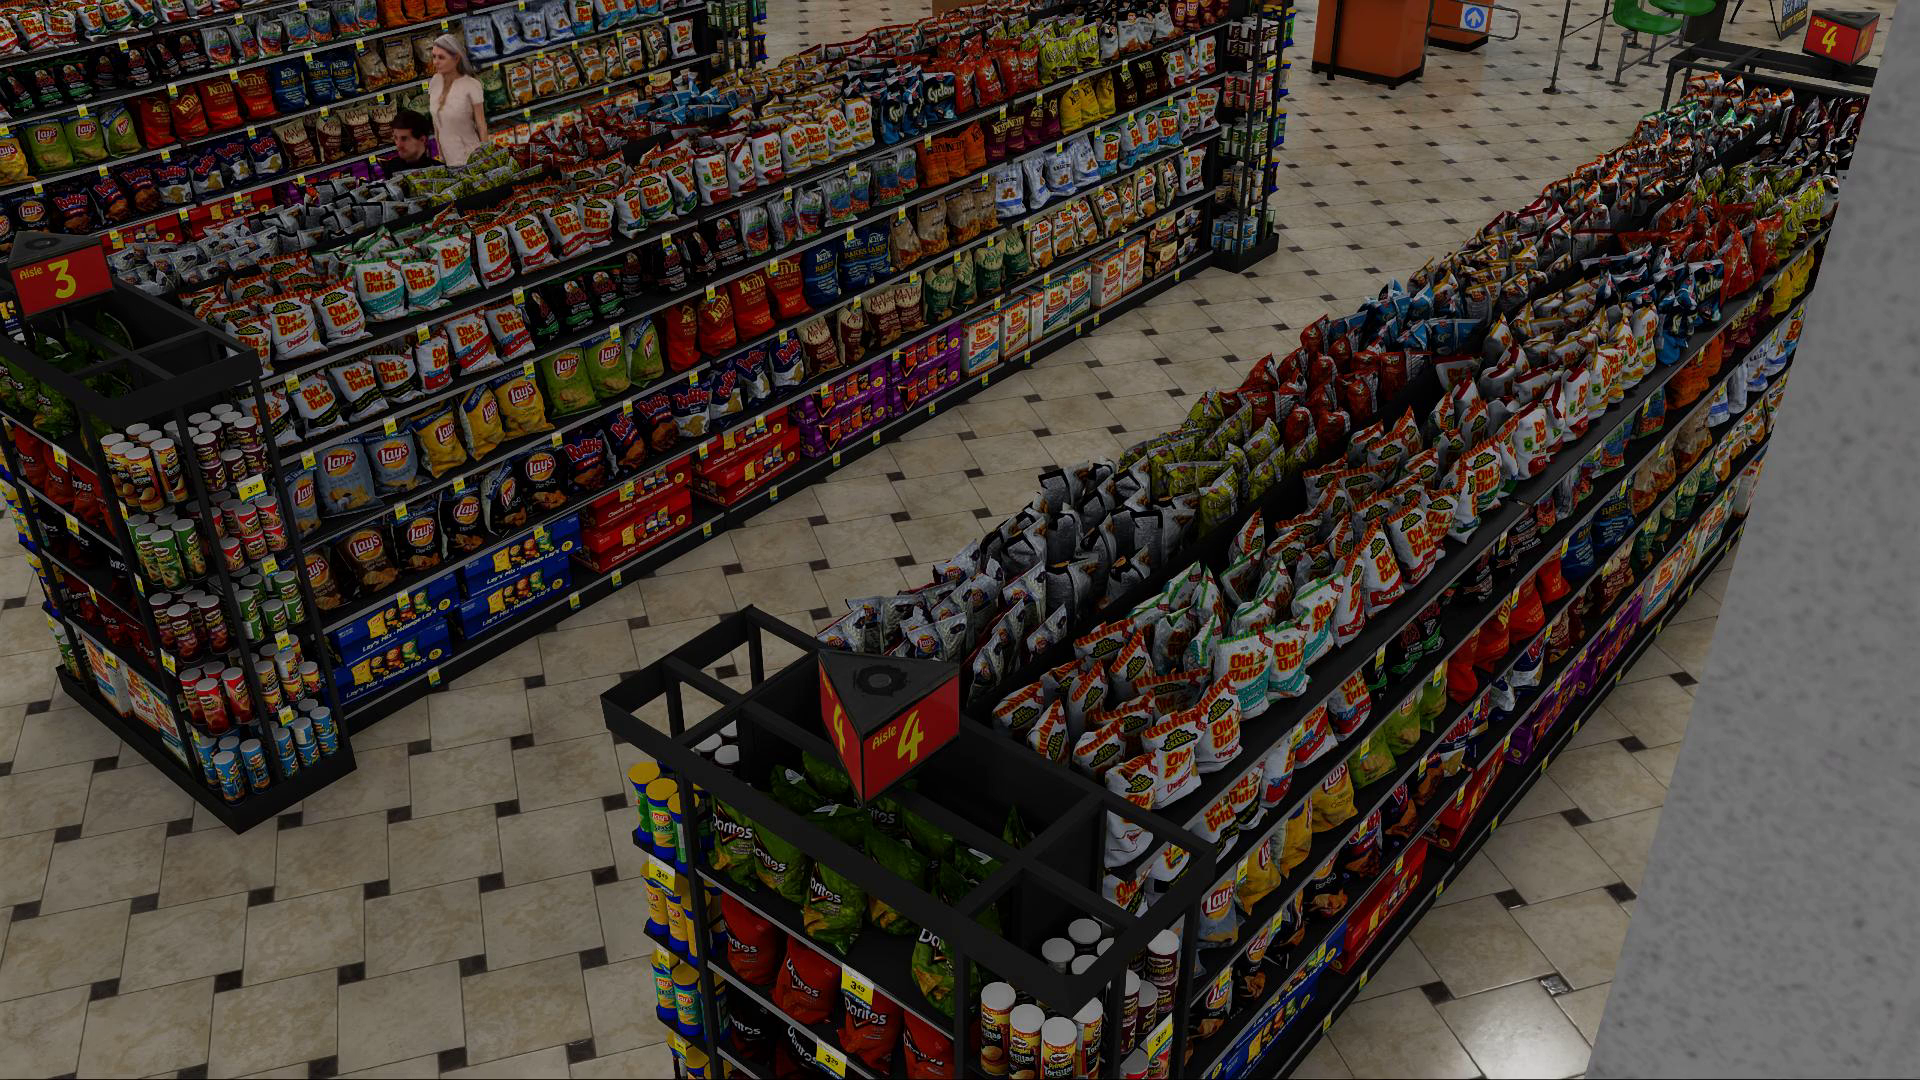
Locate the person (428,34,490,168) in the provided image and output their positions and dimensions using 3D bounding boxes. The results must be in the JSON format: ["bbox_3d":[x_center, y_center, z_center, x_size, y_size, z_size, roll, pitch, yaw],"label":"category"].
[{"bbox_3d":[-3.273,-2.557,11.226,0.728,1.718,1.101,17,36,25],"label":"person"}]

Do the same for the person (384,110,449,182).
[{"bbox_3d":[-2.943,-1.605,9.627,0.935,1.790,1.207,13,34,21],"label":"person"}]
